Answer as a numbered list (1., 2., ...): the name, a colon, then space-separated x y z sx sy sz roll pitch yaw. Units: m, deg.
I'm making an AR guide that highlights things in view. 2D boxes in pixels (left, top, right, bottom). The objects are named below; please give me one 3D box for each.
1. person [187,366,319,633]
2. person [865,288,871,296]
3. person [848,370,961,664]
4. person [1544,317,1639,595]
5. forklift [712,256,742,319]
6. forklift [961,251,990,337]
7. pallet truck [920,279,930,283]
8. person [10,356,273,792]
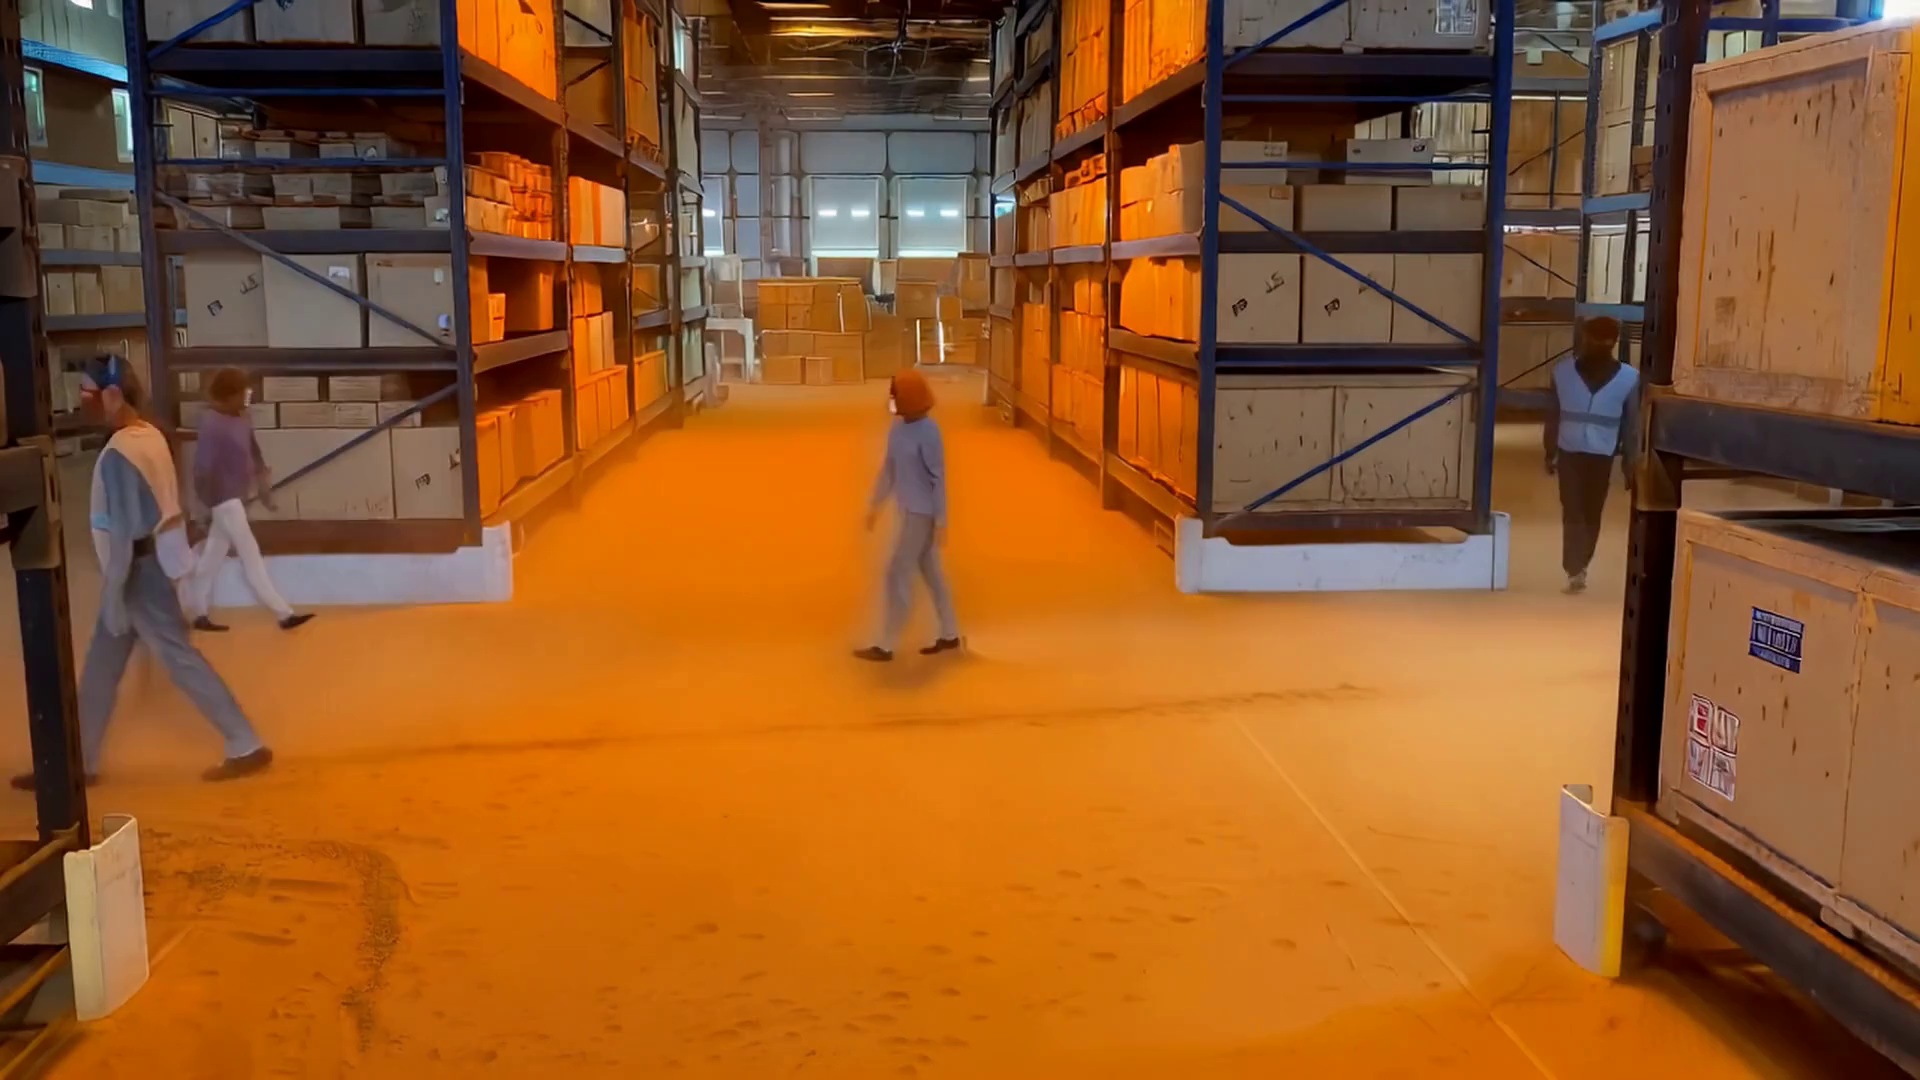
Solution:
1. person: -4.201 -0.222 9.756 0.859 1.577 0.504 0 9 0
2. person: -3.726 -9.556 68.350 0.873 1.587 0.532 -1 9 -9
3. person: -0.317 -0.120 9.098 0.801 1.602 0.513 -4 10 -22
4. person: 4.205 -0.556 11.084 0.599 1.837 1.039 3 10 21
5. forklift: -8.488 -8.990 60.777 1.129 2.768 1.873 -1 9 -4
6. forklift: 0.497 -7.082 48.799 1.129 2.768 1.873 -1 9 -4
7. pallet truck: -0.932 -8.922 63.114 1.885 1.965 0.823 2 9 13
8. person: -3.362 0.148 6.806 0.989 1.804 0.578 -3 10 -21
